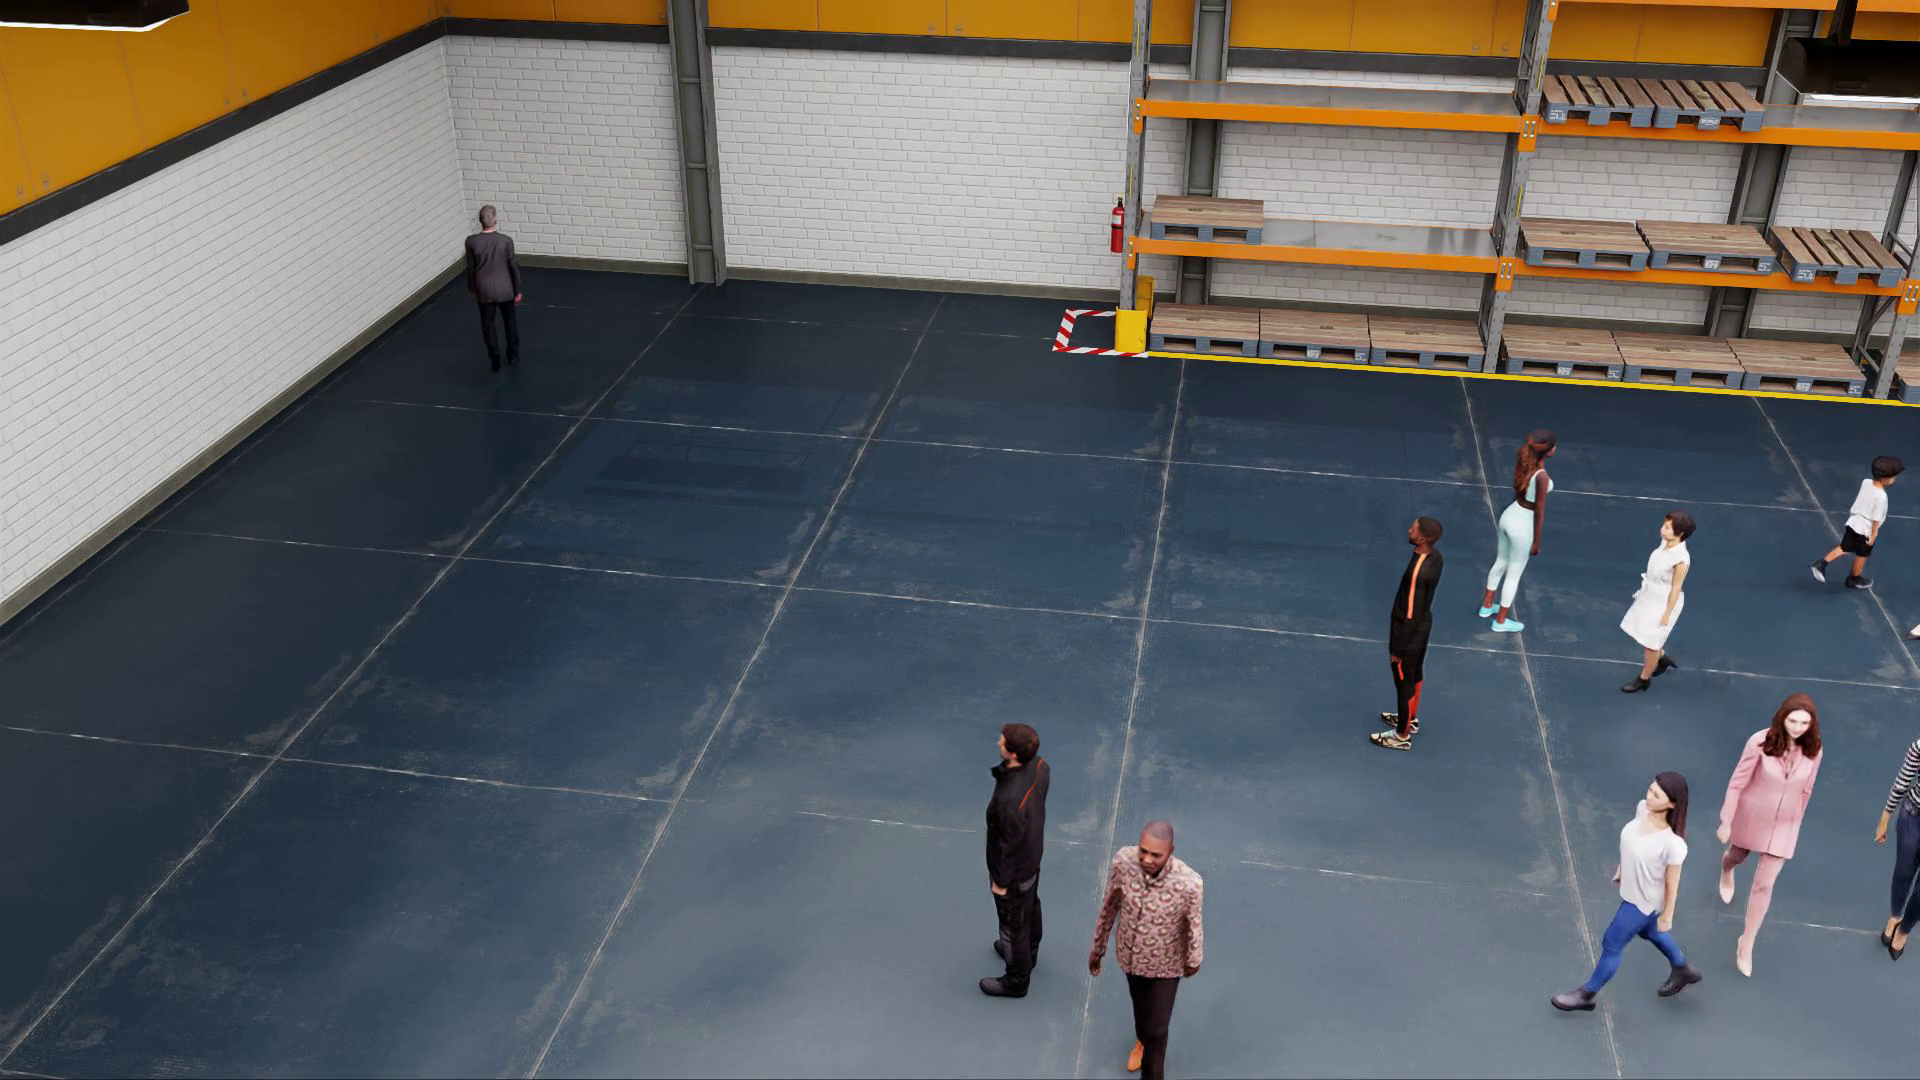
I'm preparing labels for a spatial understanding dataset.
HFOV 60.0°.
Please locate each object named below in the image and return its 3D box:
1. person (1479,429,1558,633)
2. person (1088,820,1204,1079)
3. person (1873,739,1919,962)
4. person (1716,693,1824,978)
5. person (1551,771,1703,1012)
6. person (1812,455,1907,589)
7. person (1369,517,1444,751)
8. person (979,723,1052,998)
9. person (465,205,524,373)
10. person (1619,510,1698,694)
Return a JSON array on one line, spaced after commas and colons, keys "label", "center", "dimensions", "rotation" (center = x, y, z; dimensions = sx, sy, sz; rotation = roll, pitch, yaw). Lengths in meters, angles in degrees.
[{"label": "person", "center": [4.430, -0.091, 13.185], "dimensions": [0.664, 1.721, 0.640], "rotation": [-6, 29, -11]}, {"label": "person", "center": [1.062, 2.169, 8.981], "dimensions": [1.010, 1.781, 0.982], "rotation": [18, 33, 30]}, {"label": "person", "center": [5.761, 1.690, 9.865], "dimensions": [0.743, 1.774, 0.822], "rotation": [21, 35, 34]}, {"label": "person", "center": [4.798, 1.642, 9.967], "dimensions": [1.082, 1.761, 0.755], "rotation": [7, 29, 13]}, {"label": "person", "center": [3.942, 2.017, 9.390], "dimensions": [1.170, 1.655, 0.787], "rotation": [-1, 29, -2]}, {"label": "person", "center": [7.425, -0.131, 13.761], "dimensions": [0.833, 1.241, 0.635], "rotation": [-5, 29, -9]}, {"label": "person", "center": [3.194, 0.643, 11.750], "dimensions": [0.653, 1.808, 0.699], "rotation": [15, 32, 26]}, {"label": "person", "center": [0.332, 1.823, 9.556], "dimensions": [0.608, 1.838, 0.747], "rotation": [9, 30, 16]}, {"label": "person", "center": [-4.982, -2.658, 17.789], "dimensions": [1.040, 1.819, 1.010], "rotation": [-5, 29, -10]}, {"label": "person", "center": [5.267, 0.468, 12.344], "dimensions": [0.738, 1.546, 0.614], "rotation": [1, 29, 2]}]
